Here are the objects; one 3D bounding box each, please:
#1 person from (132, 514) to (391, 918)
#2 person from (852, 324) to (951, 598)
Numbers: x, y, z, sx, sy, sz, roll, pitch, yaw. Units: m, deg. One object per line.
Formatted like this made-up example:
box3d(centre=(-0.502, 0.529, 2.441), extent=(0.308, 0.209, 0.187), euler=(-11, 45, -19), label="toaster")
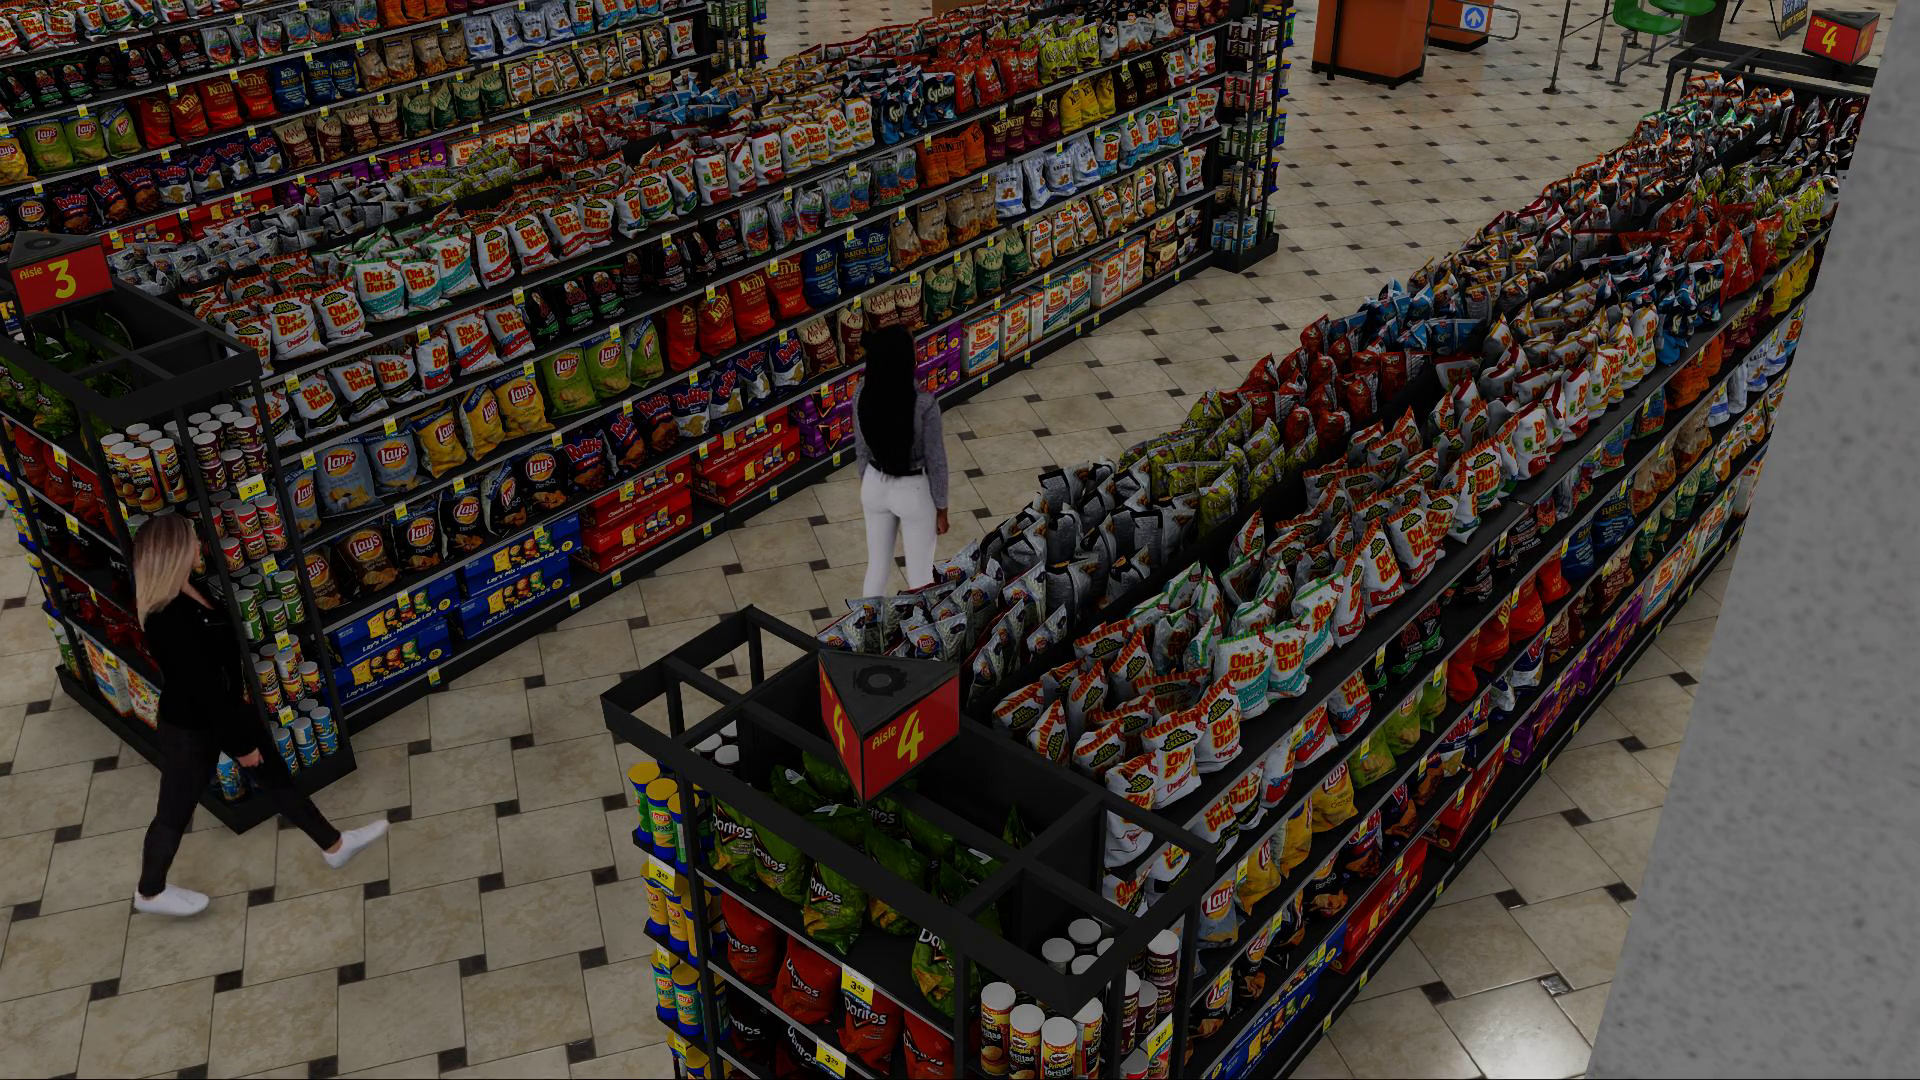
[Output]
box3d(centre=(-2.850, 0.717, 6.054), extent=(1.260, 1.623, 1.045), euler=(-9, 33, -14), label="person")
box3d(centre=(-0.266, -0.171, 7.384), extent=(0.637, 1.725, 0.591), euler=(15, 35, 23), label="person")
